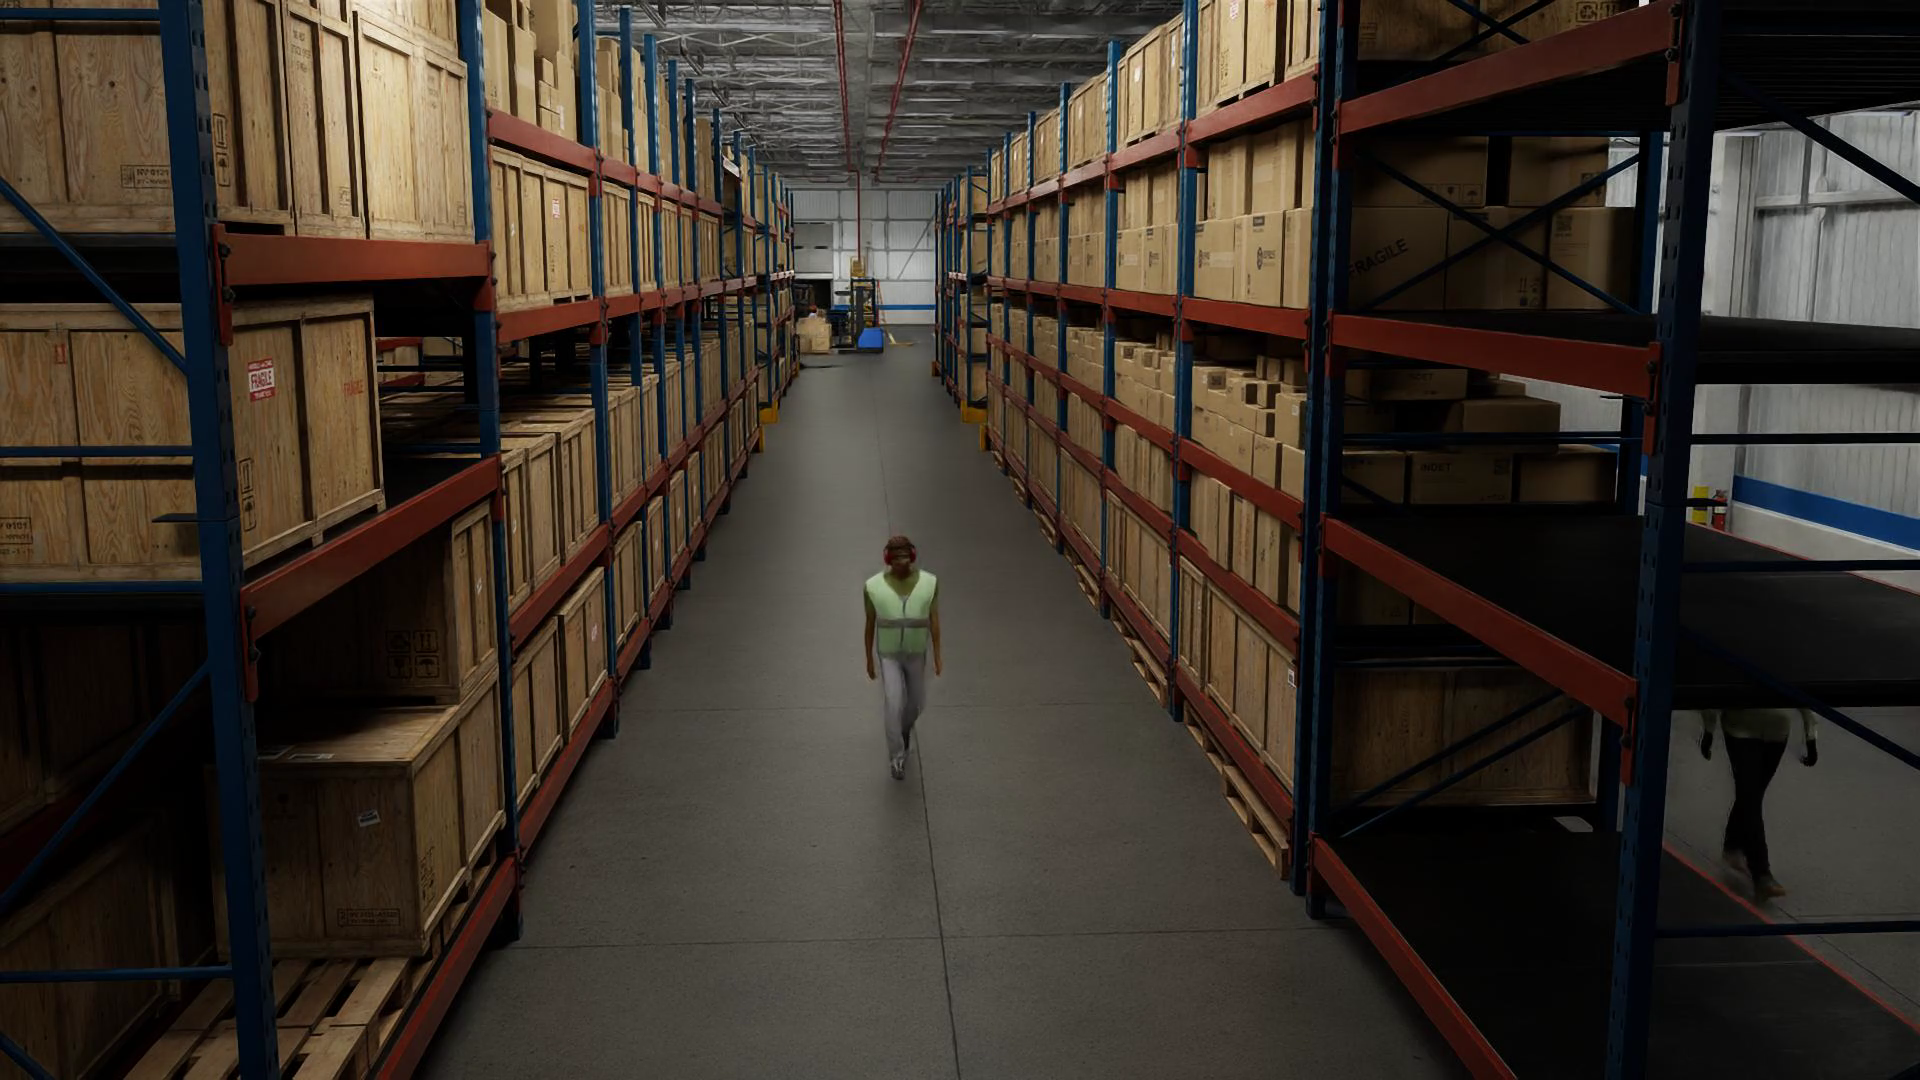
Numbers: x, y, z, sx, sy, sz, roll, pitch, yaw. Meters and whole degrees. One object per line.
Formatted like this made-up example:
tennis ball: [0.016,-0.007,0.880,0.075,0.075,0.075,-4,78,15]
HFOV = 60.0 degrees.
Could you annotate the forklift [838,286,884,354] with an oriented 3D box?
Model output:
forklift: [-4.123,-9.110,68.885,1.873,2.768,1.129,-1,10,-3]

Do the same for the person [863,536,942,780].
person: [-0.446,0.845,12.571,0.584,1.825,0.646,-2,10,-12]

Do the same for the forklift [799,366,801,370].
forklift: [-6.591,-7.432,58.863,1.873,2.768,1.129,-1,10,-3]

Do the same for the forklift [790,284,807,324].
forklift: [-7.398,-10.152,75.111,1.129,2.768,1.873,2,10,11]

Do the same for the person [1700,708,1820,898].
person: [4.933,1.183,10.195,0.642,1.937,1.008,0,10,2]

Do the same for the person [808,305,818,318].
person: [-6.383,-9.288,72.764,0.551,1.934,0.373,9,13,43]

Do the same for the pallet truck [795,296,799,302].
pallet truck: [-8.622,-12.439,91.403,1.885,1.965,0.823,2,10,13]

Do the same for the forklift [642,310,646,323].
forklift: [-10.294,-6.344,52.363,1.129,2.768,1.873,8,12,38]
